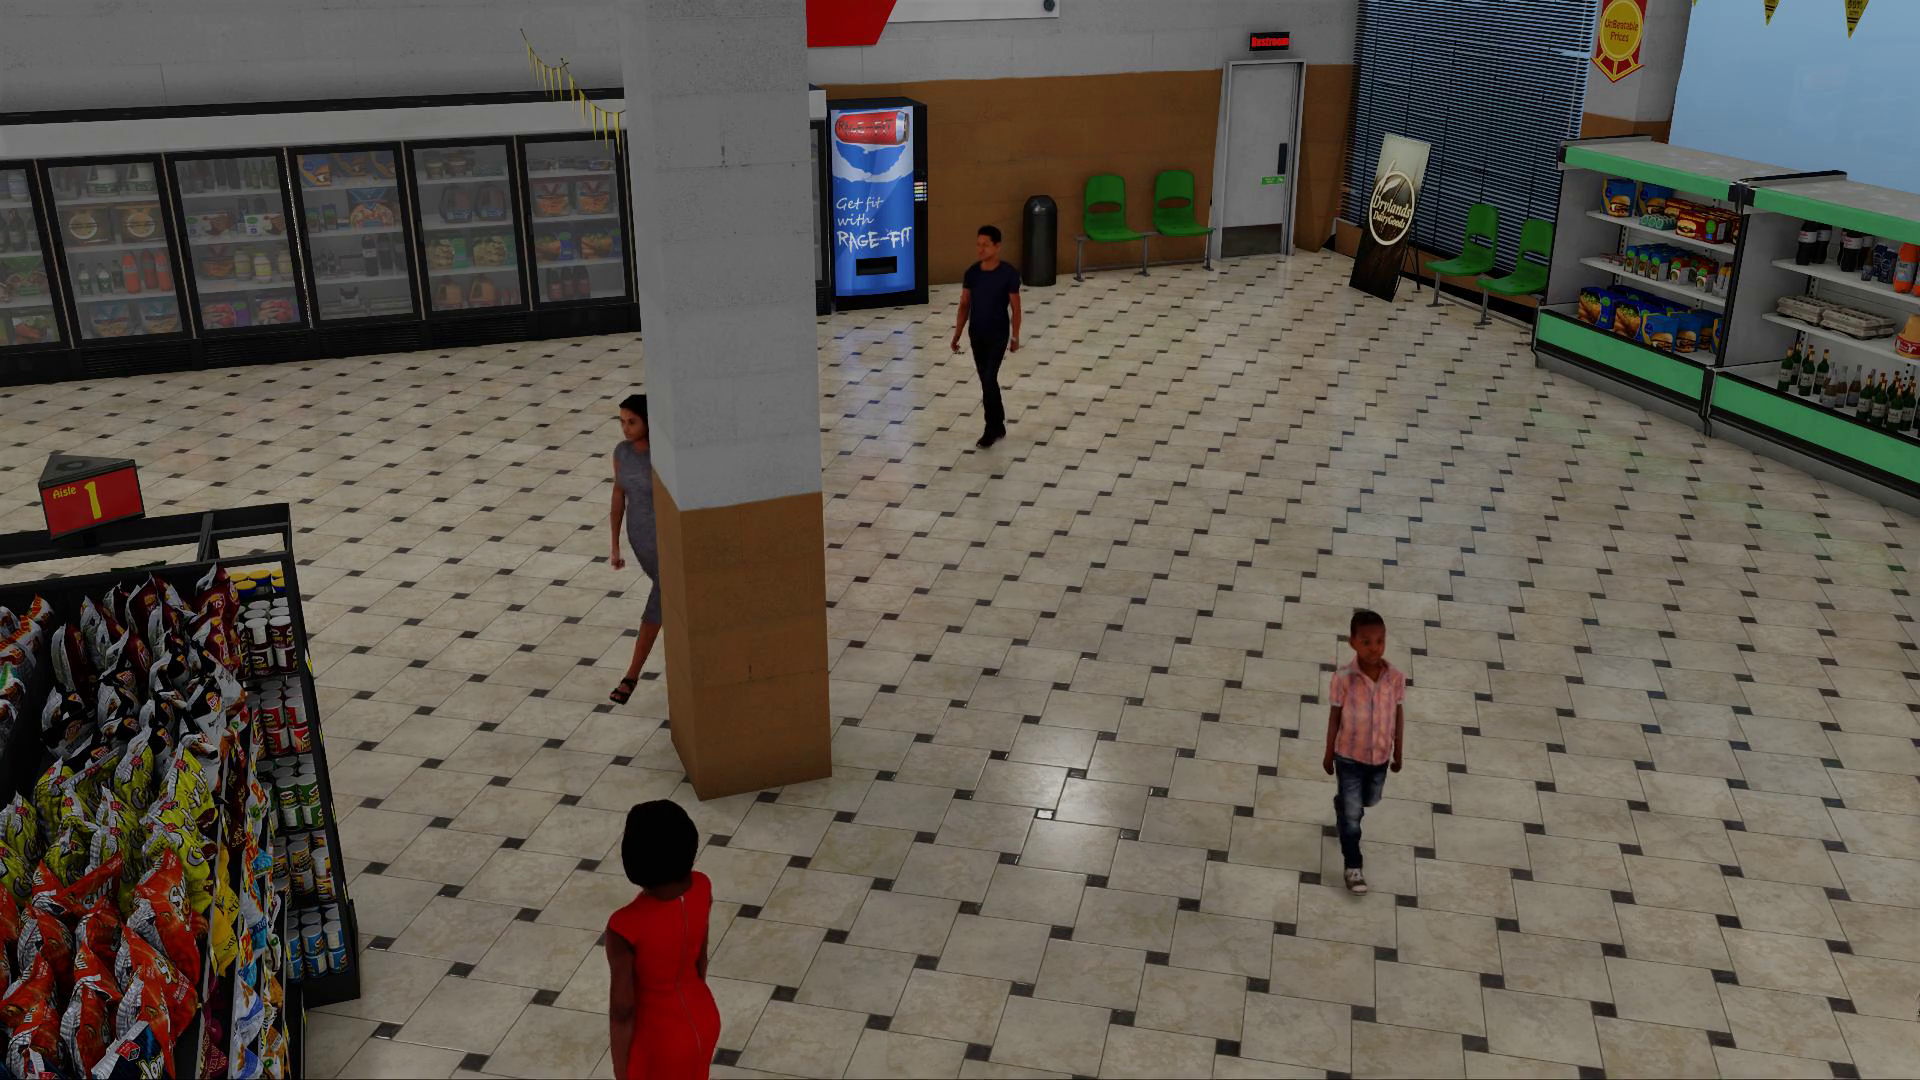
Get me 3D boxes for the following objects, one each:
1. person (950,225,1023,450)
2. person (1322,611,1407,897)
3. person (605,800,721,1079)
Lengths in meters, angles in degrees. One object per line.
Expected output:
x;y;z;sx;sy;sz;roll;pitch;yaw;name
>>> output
0.285;-1.647;13.316;0.863;1.770;0.911;15;26;33;person
1.825;0.920;7.571;0.645;1.291;0.907;-2;22;-4;person
-0.912;1.604;5.258;0.703;1.745;0.676;14;26;30;person
